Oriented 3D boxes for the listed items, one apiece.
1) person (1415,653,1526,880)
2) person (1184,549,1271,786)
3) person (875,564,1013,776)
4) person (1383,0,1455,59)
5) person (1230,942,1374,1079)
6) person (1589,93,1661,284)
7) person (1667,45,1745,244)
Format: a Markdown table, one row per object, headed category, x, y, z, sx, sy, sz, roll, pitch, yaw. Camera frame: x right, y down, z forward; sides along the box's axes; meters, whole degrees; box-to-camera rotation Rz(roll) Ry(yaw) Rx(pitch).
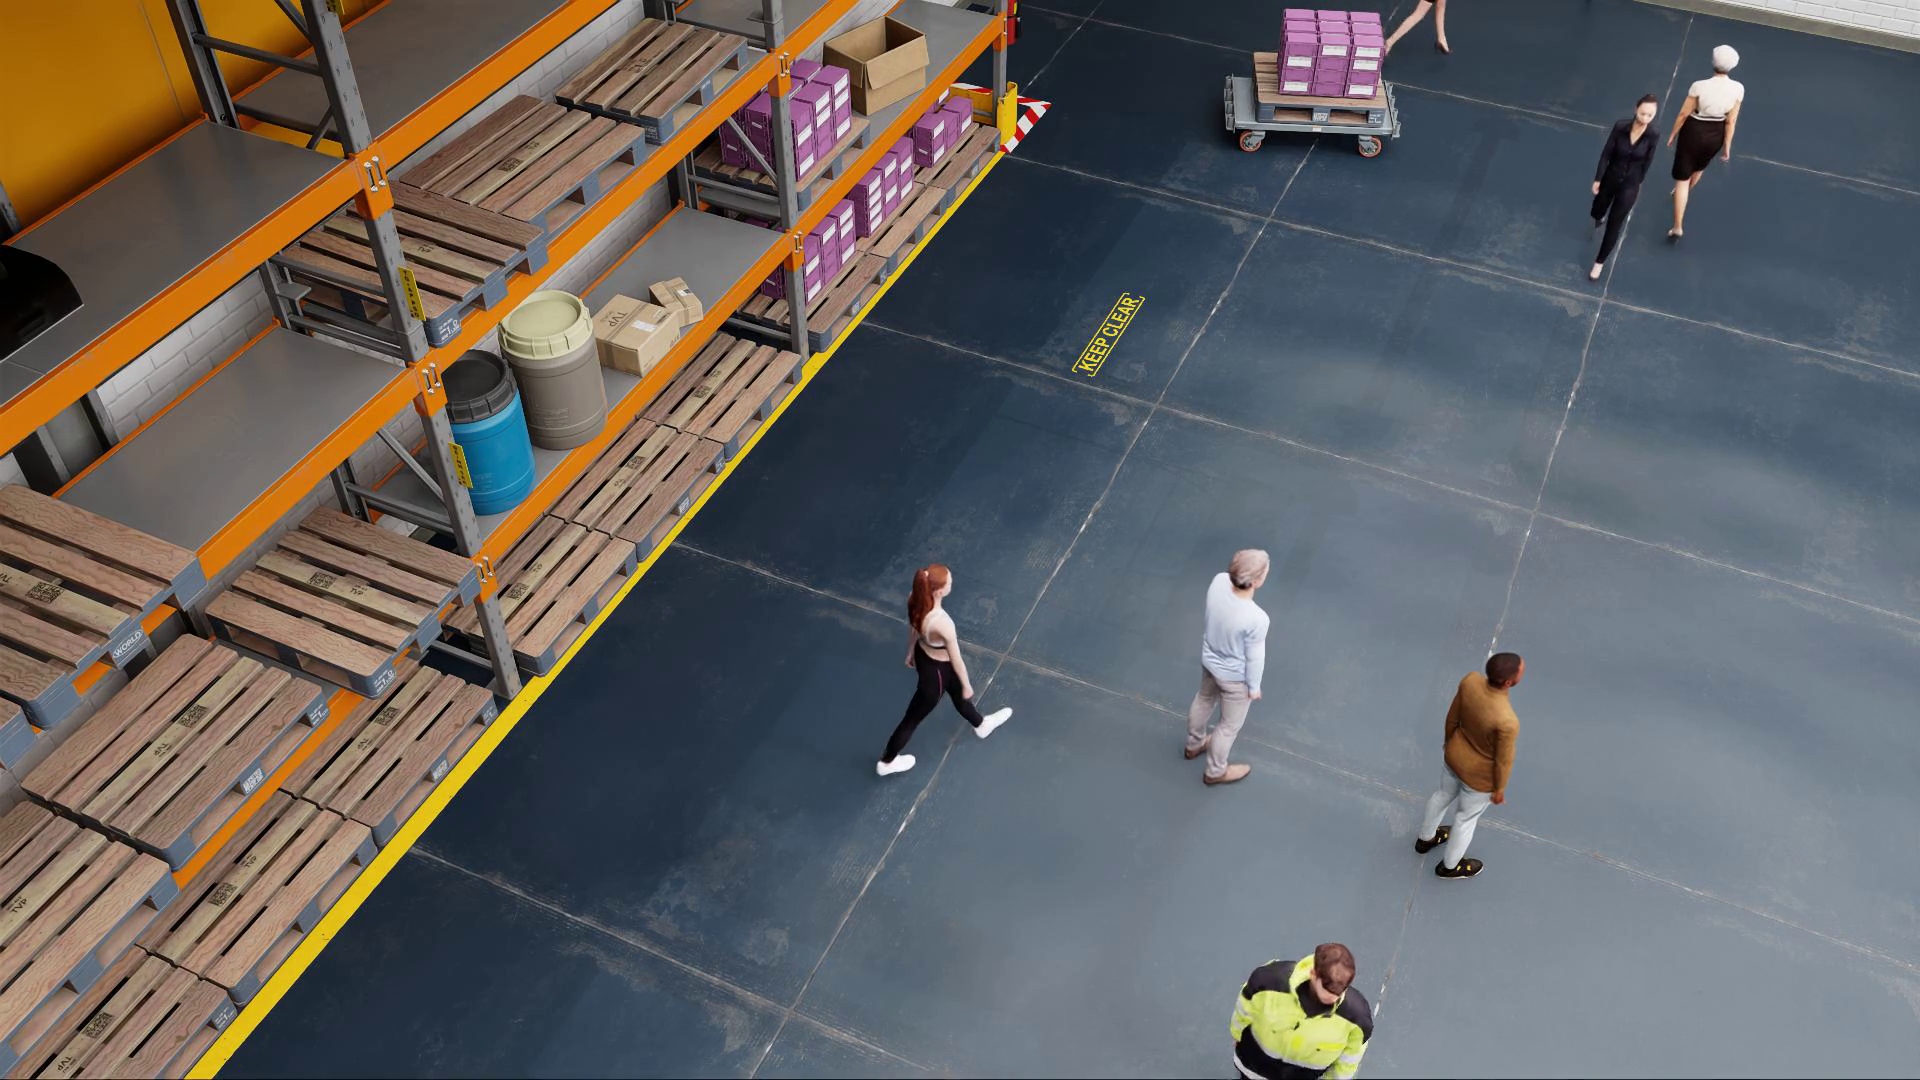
| category | x | y | z | sx | sy | sz | roll | pitch | yaw |
| --- | --- | --- | --- | --- | --- | --- | --- | --- | --- |
| person | 2.941 | 1.277 | 9.549 | 0.757 | 1.816 | 0.723 | -18 | 47 | -18 |
| person | 1.610 | 0.767 | 10.032 | 0.783 | 1.889 | 0.748 | -19 | 47 | -19 |
| person | -0.245 | 0.848 | 10.092 | 1.234 | 1.687 | 1.099 | -18 | 47 | -18 |
| person | 4.726 | -5.660 | 16.868 | 1.080 | 1.766 | 1.143 | -6 | 44 | -7 |
| person | 1.633 | 2.433 | 8.257 | 0.959 | 1.924 | 1.209 | 13 | 45 | 14 |
| person | 5.617 | -3.060 | 14.196 | 0.549 | 1.685 | 1.006 | 17 | 46 | 17 |
| person | 6.468 | -3.404 | 14.550 | 0.864 | 1.696 | 1.172 | 6 | 44 | 6 |
